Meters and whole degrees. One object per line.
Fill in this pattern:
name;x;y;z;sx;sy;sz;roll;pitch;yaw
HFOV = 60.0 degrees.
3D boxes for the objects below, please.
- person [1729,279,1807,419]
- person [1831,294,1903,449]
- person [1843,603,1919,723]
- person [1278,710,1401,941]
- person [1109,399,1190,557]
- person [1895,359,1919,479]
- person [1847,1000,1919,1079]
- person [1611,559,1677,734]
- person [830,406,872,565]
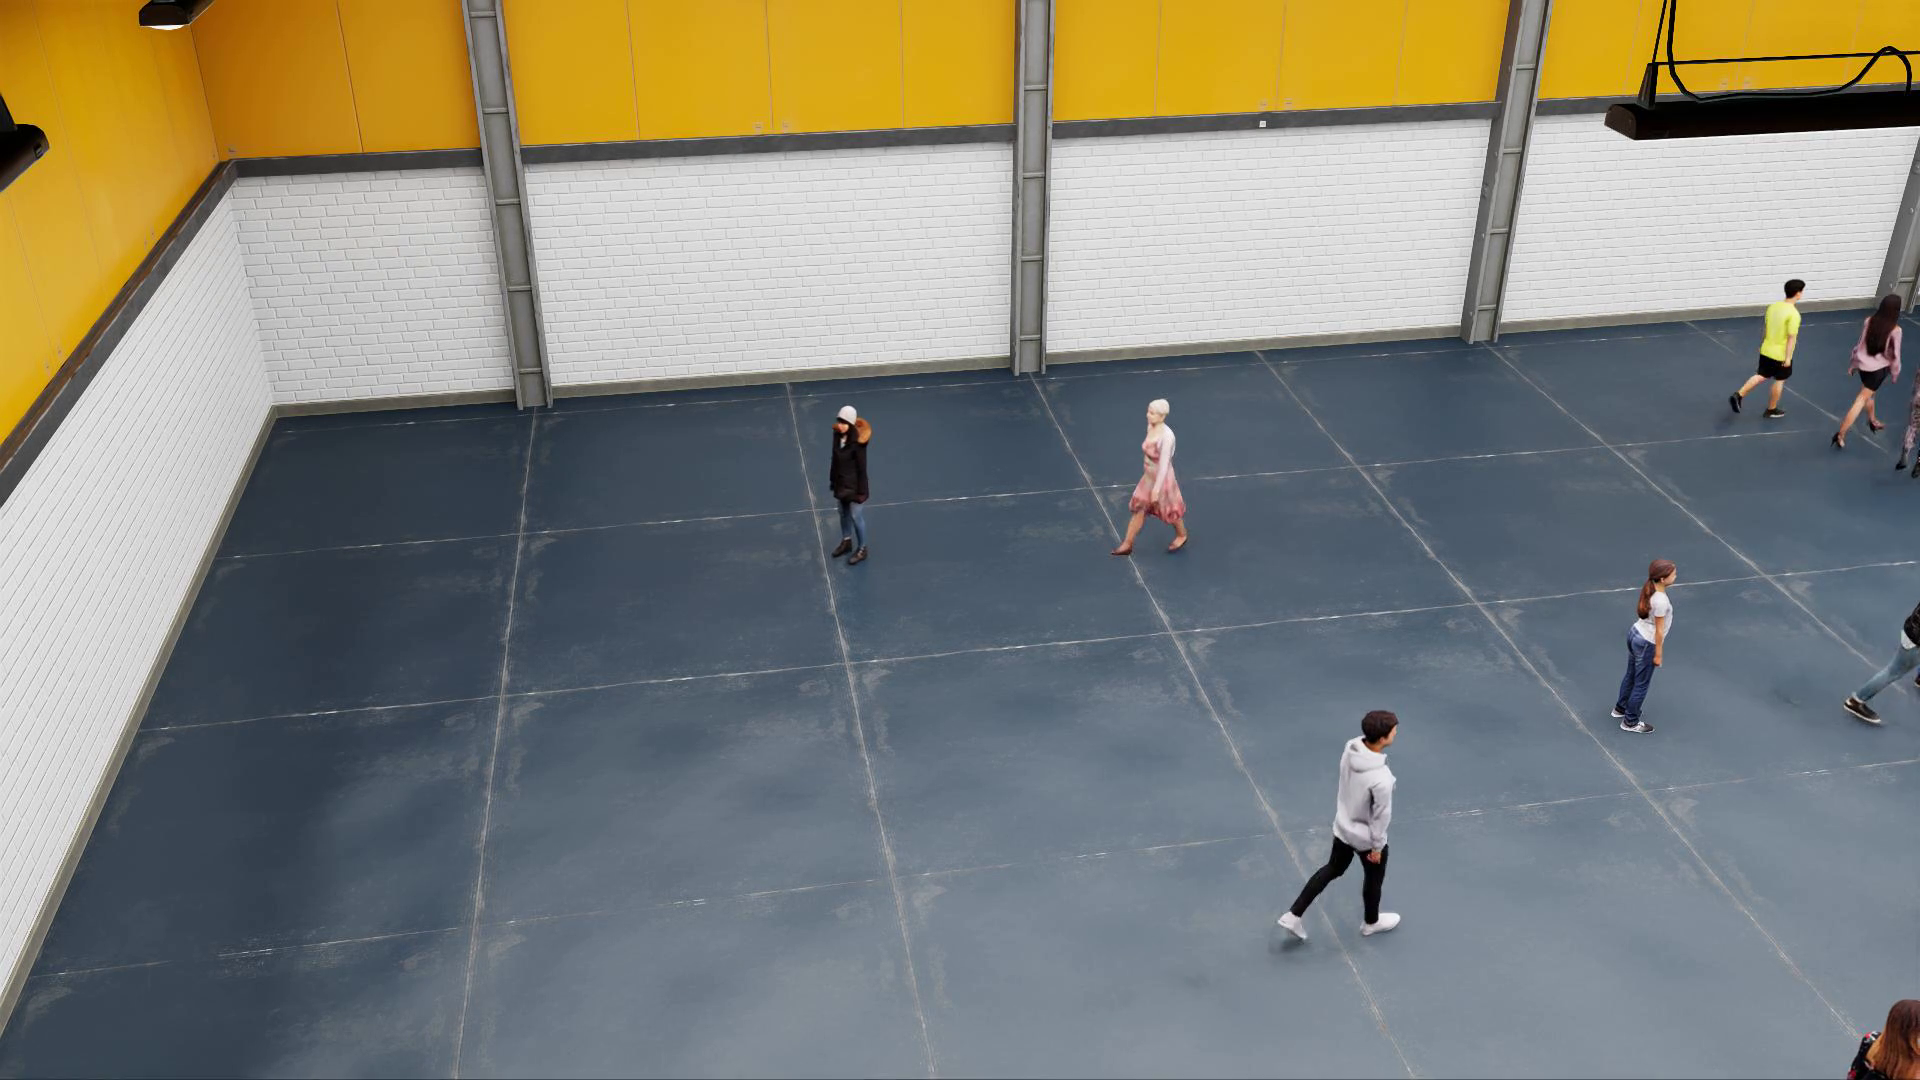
person;9.300;-2.163;19.058;0.977;1.688;0.713;-9;30;-16
person;9.978;-1.806;18.317;1.139;1.771;0.839;-13;31;-22
person;7.759;0.781;13.569;1.222;1.776;1.217;21;35;33
person;2.630;1.966;11.262;1.245;1.904;0.885;-12;31;-22
person;2.009;-0.580;16.204;1.152;1.642;0.811;-13;31;-23
person;10.308;-1.448;17.722;0.792;1.712;0.853;25;37;37
person;5.070;3.217;9.200;0.649;1.683;0.643;-19;34;-31
person;5.647;0.841;13.681;0.565;1.563;0.567;0;29;0
person;-1.065;-0.557;16.173;0.740;1.631;0.781;24;37;37
